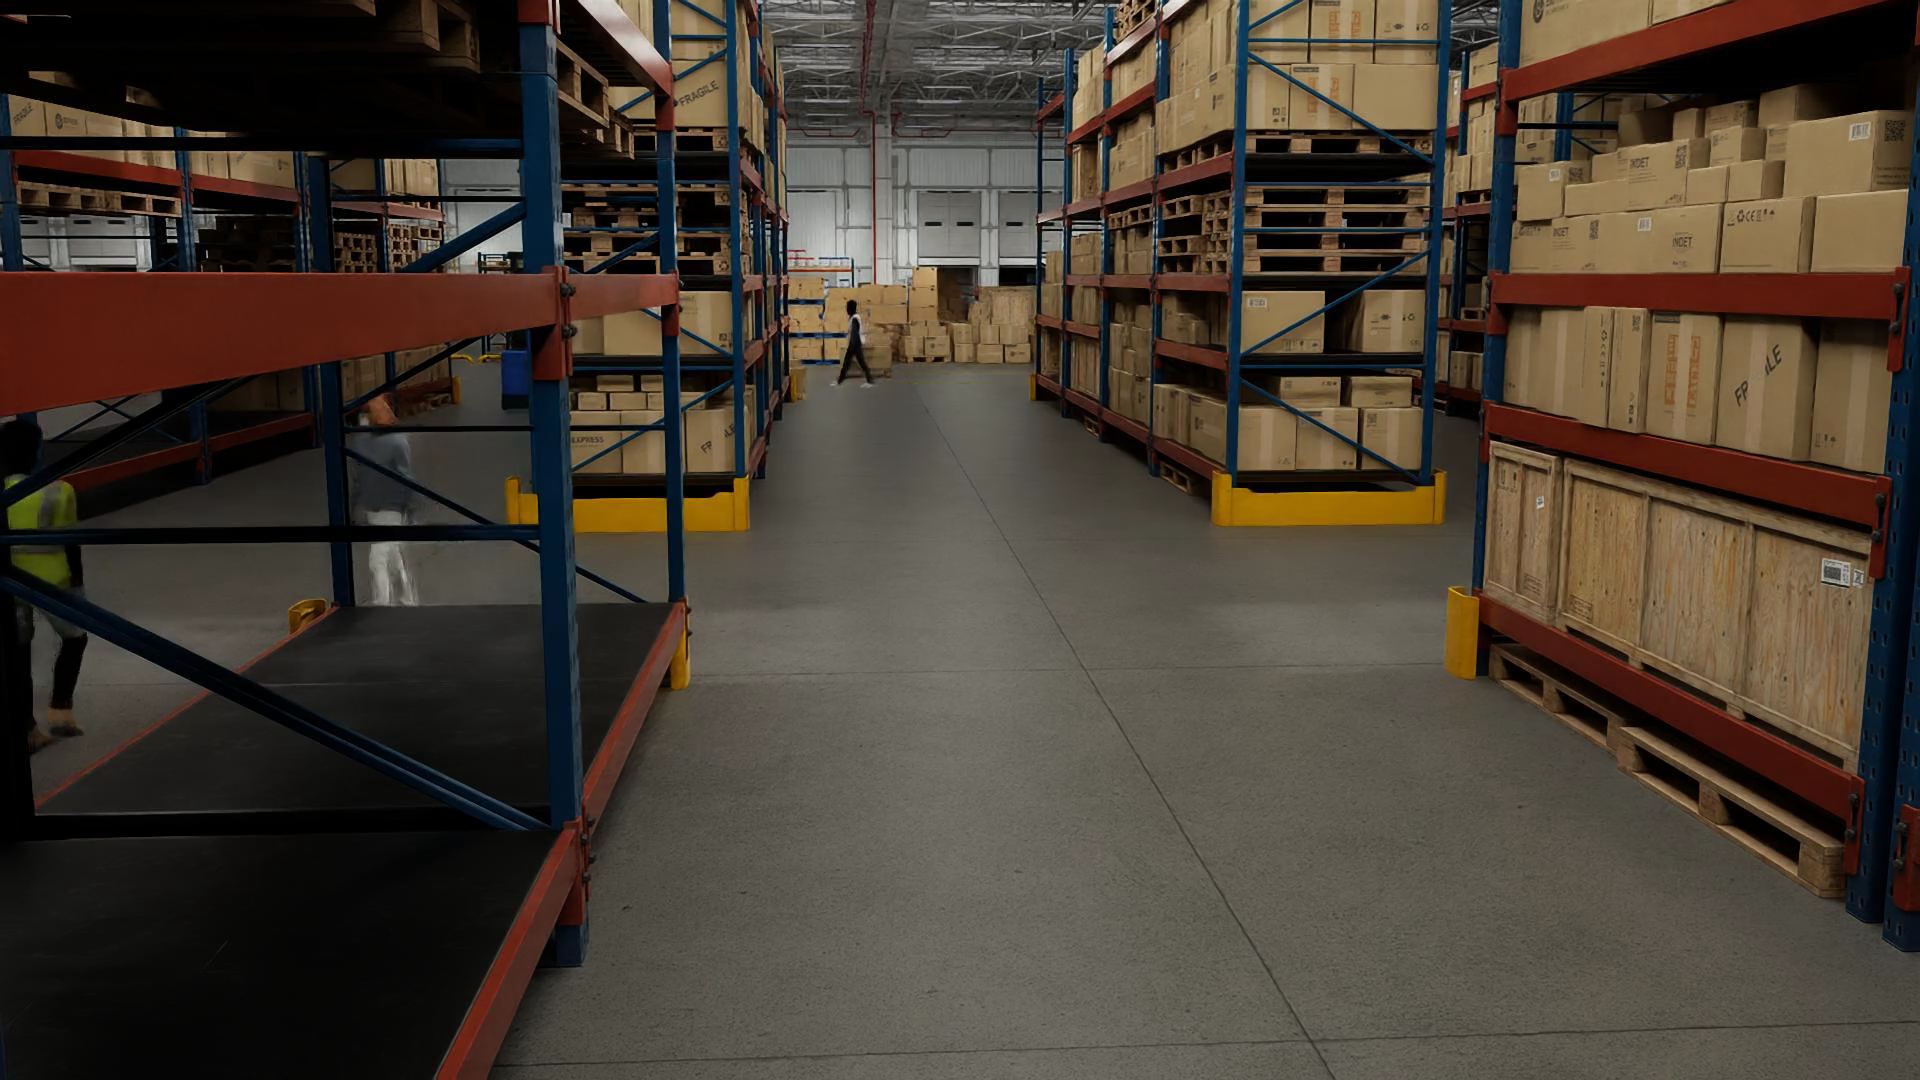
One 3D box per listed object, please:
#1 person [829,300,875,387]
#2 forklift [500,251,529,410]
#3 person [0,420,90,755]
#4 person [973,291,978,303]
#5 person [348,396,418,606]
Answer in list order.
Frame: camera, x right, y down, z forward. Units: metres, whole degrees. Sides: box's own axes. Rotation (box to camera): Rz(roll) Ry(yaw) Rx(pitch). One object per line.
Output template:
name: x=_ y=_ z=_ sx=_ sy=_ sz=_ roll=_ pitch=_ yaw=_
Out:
person: x=-2.291 y=-4.212 z=35.770 sx=1.002 sy=1.863 sz=0.616 roll=-2 pitch=9 yaw=-11
forklift: x=-7.568 y=-3.772 z=29.815 sx=1.129 sy=2.768 sz=1.873 roll=-1 pitch=9 yaw=-4
person: x=-4.666 y=0.234 z=8.381 sx=0.557 sy=1.681 sz=0.416 roll=-1 pitch=9 yaw=-7
person: x=0.631 y=-7.438 z=55.871 sx=0.583 sy=1.915 sz=0.362 roll=9 pitch=13 yaw=44
person: x=-3.932 y=-0.162 z=11.108 sx=0.517 sy=1.603 sz=0.686 roll=6 pitch=11 yaw=32
